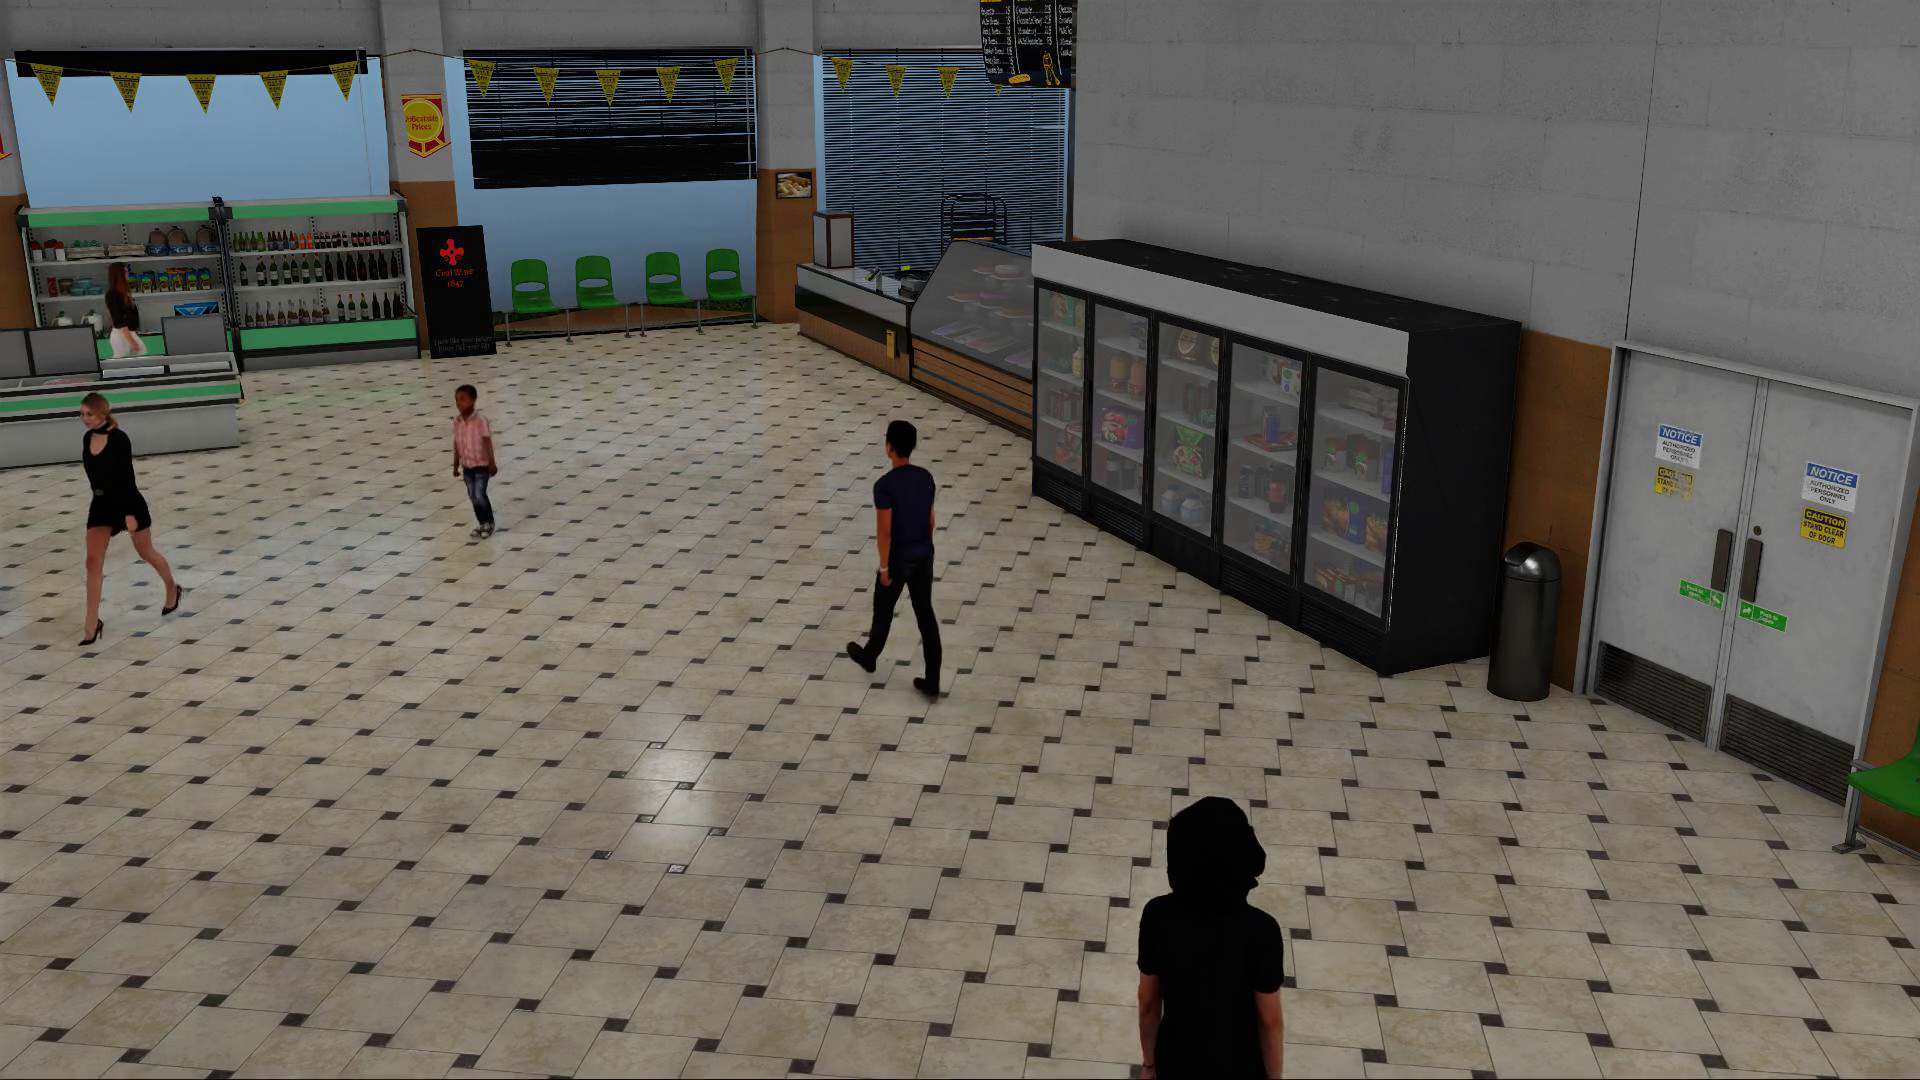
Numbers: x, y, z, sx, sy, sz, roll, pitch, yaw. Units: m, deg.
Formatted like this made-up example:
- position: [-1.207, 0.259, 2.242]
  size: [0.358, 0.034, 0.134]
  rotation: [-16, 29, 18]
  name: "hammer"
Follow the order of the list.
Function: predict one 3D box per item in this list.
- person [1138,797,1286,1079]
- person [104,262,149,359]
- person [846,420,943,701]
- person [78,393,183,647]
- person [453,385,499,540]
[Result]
- position: [0.765, 1.708, 5.258]
  size: [0.836, 1.823, 0.891]
  rotation: [8, 19, 24]
  name: "person"
- position: [-9.336, -2.213, 18.421]
  size: [1.083, 1.675, 0.842]
  rotation: [-1, 17, -2]
  name: "person"
- position: [-0.278, 0.161, 10.468]
  size: [1.049, 1.755, 0.853]
  rotation: [-12, 21, -35]
  name: "person"
- position: [-5.811, -0.171, 11.644]
  size: [1.128, 1.707, 1.125]
  rotation: [5, 18, 15]
  name: "person"
- position: [-4.037, -0.675, 14.003]
  size: [0.587, 1.300, 0.643]
  rotation: [6, 18, 19]
  name: "person"
